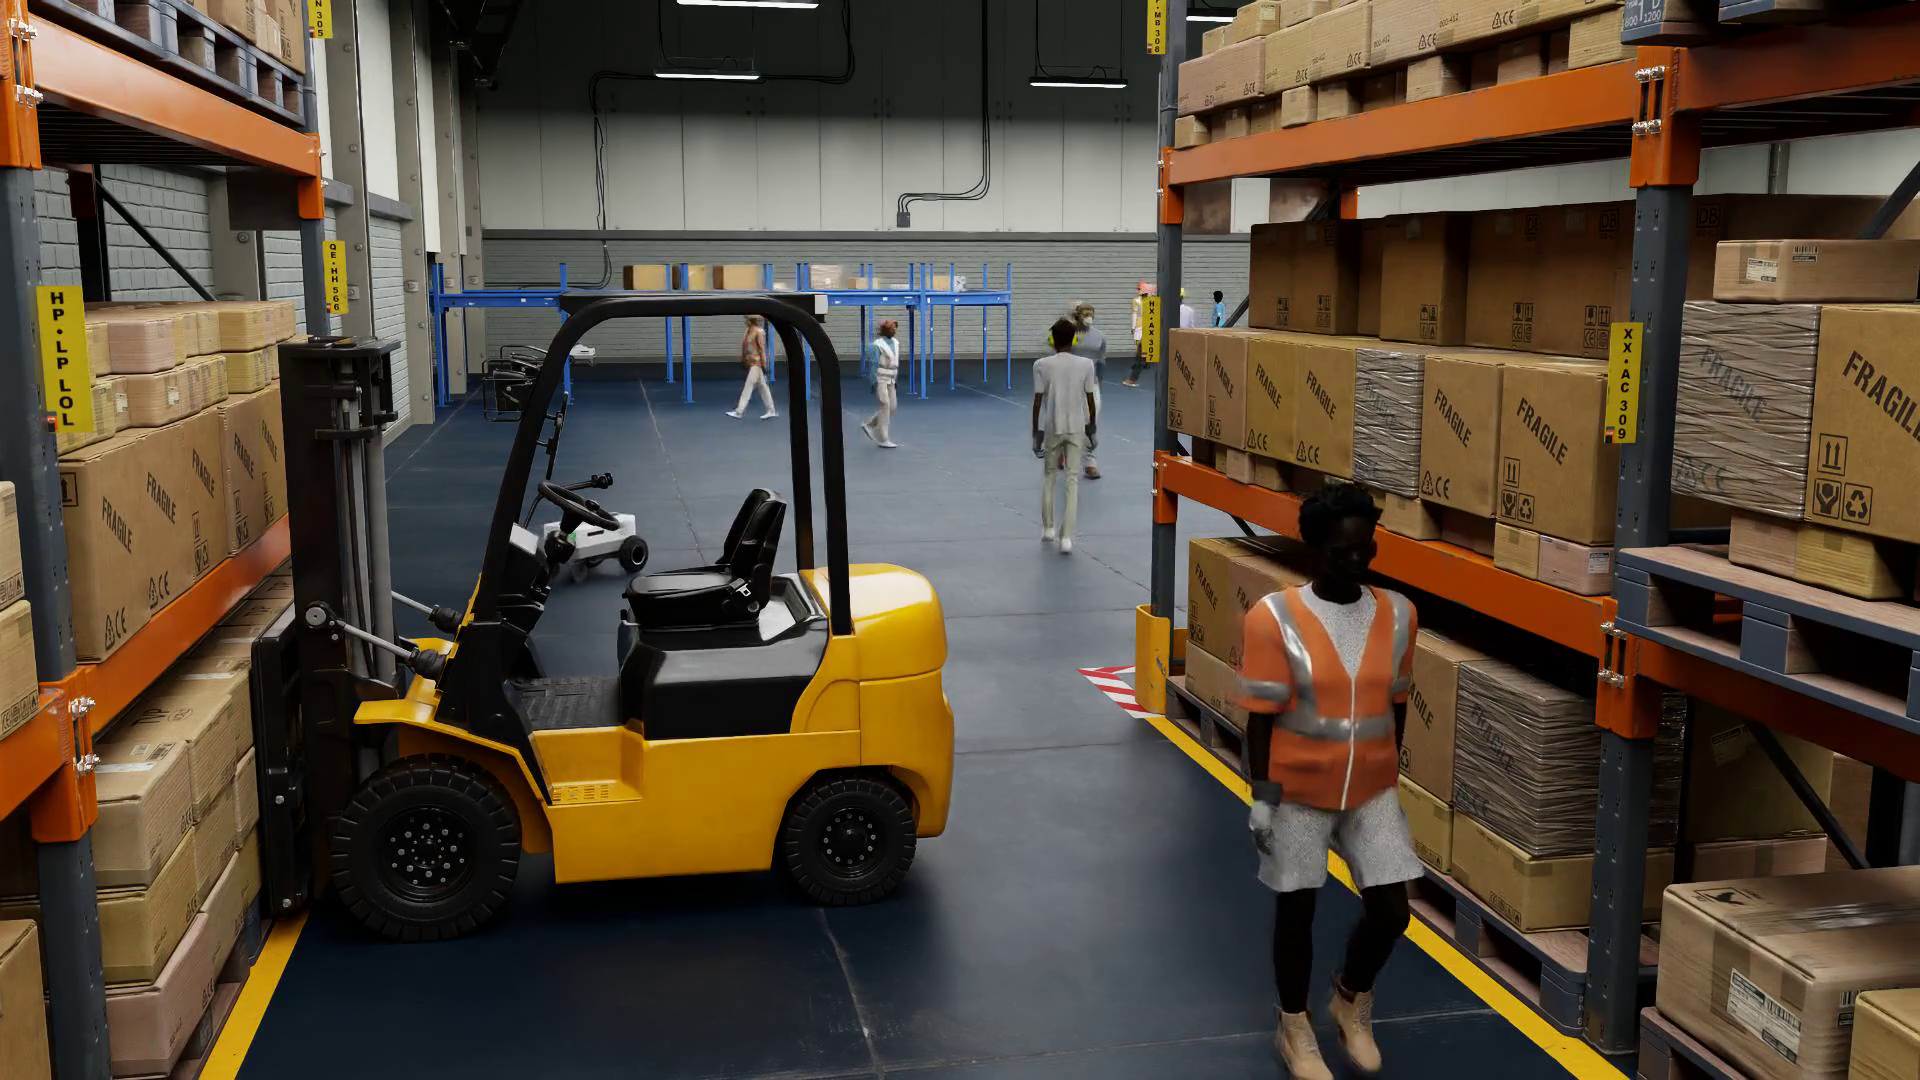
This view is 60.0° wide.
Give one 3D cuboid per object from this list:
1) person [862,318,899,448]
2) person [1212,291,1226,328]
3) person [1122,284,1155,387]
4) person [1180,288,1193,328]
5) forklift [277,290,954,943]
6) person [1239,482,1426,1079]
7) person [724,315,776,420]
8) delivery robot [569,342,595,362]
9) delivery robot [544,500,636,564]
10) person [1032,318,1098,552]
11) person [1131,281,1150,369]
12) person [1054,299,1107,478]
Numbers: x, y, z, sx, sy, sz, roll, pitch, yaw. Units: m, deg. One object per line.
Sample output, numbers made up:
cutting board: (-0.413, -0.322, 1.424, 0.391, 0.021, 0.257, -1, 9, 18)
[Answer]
person: (-1.004, -1.976, 20.863, 0.513, 1.617, 0.542, 5, 10, 27)
person: (6.130, -5.053, 39.404, 0.320, 1.692, 0.531, 3, 10, 19)
person: (3.618, -3.868, 31.471, 1.068, 1.937, 0.600, -5, 11, -27)
person: (3.920, -3.553, 29.633, 0.619, 1.899, 0.792, -4, 10, -25)
forklift: (-1.179, 0.175, 6.143, 2.313, 2.155, 1.214, -2, 10, -12)
person: (0.996, 0.681, 4.490, 0.539, 1.684, 0.376, -2, 9, -9)
person: (-3.091, -2.565, 24.526, 0.866, 1.592, 0.513, -5, 10, -26)
delivery robot: (-8.711, -4.290, 38.060, 0.707, 0.478, 0.477, -2, 10, -12)
delivery robot: (-2.717, -0.051, 12.221, 0.477, 0.478, 0.707, 5, 11, 30)
person: (0.845, -0.856, 13.370, 0.524, 1.836, 0.850, 1, 9, 4)
person: (4.044, -4.777, 36.979, 0.547, 1.938, 0.359, -4, 10, -25)
person: (1.281, -1.655, 18.043, 0.632, 1.912, 0.852, -3, 10, -16)
